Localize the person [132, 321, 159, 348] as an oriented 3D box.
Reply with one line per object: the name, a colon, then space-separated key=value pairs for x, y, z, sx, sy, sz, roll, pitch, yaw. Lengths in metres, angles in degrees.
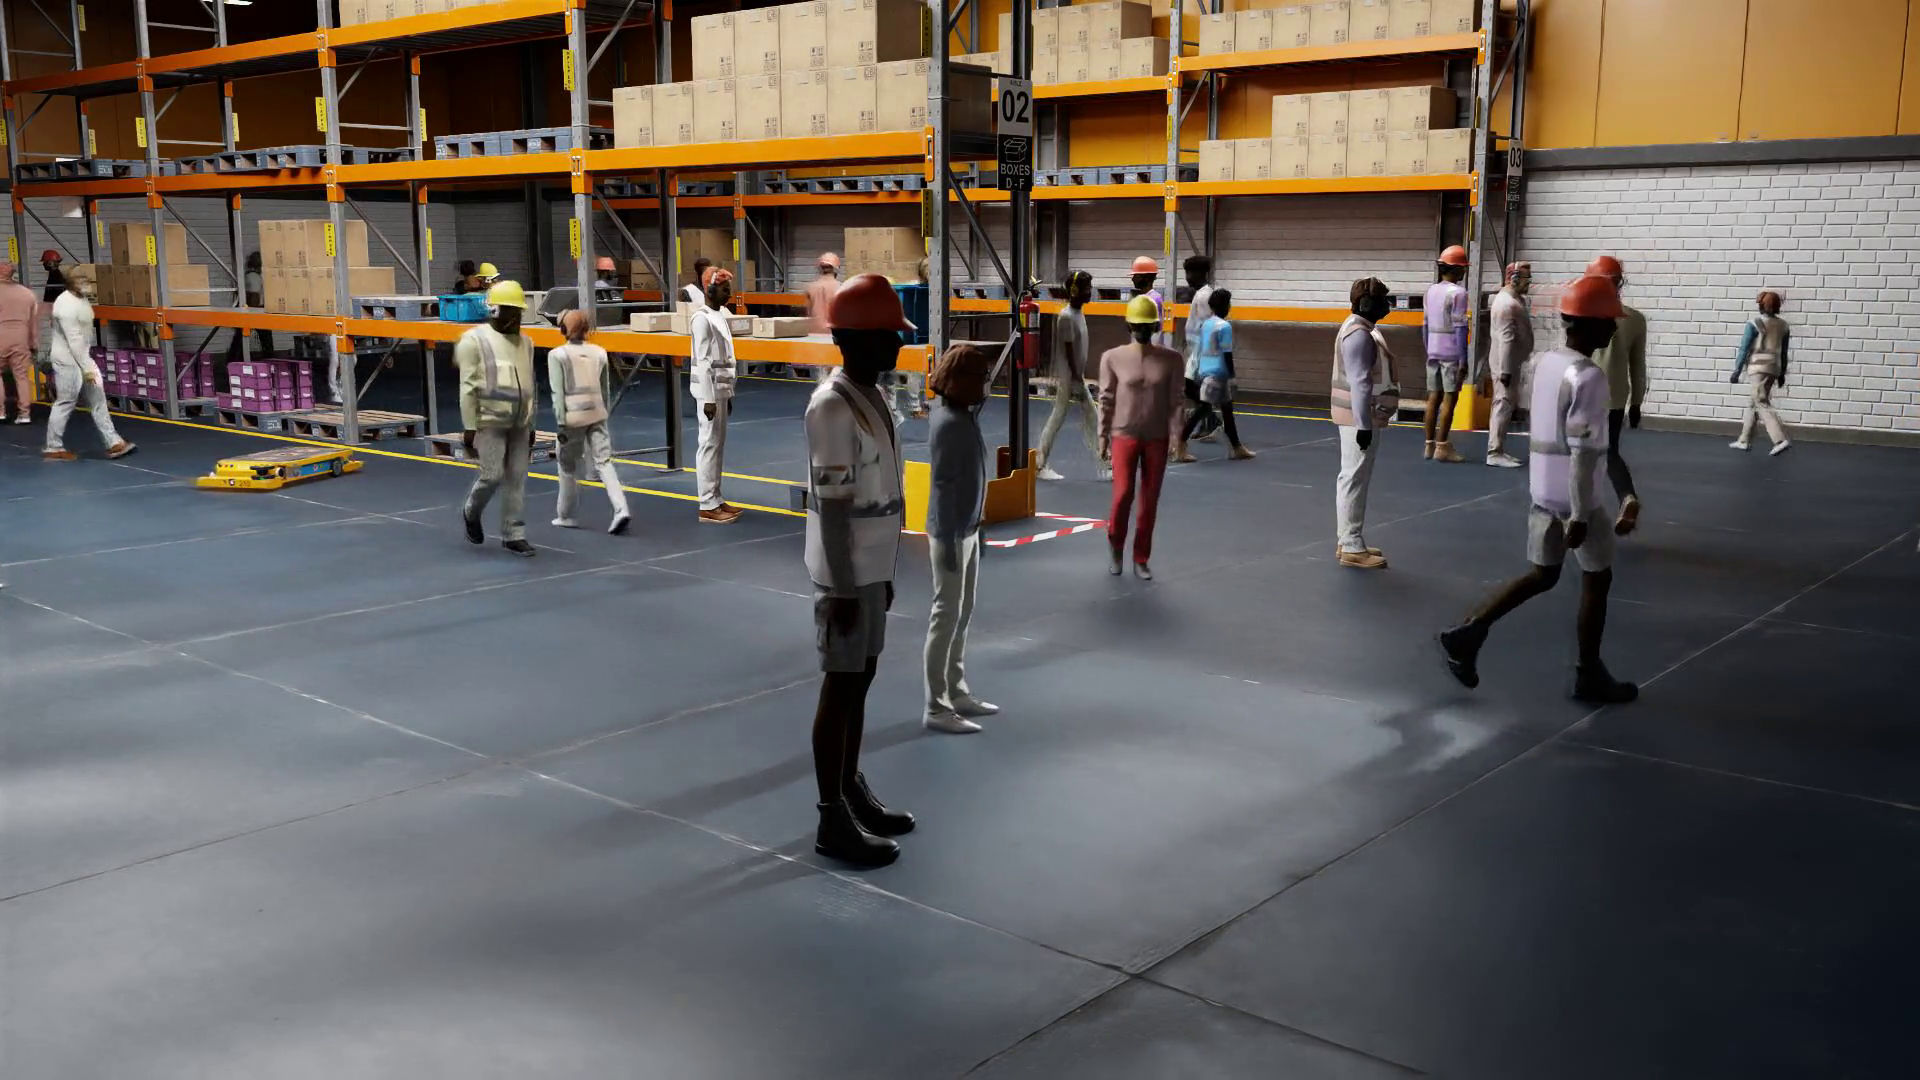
person: x=-12.477 y=-3.260 z=25.502 sx=0.507 sy=1.633 sz=0.278 roll=3 pitch=10 yaw=18

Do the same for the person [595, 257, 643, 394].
person: x=-4.799 y=-2.905 z=22.755 sx=0.991 sy=1.883 sz=0.578 roll=-6 pitch=12 yaw=-32

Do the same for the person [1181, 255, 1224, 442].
person: x=2.483 y=-1.970 z=17.262 sx=0.430 sy=1.943 sz=0.652 roll=2 pitch=10 yaw=9

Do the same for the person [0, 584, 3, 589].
person: x=-5.918 y=-0.515 z=9.856 sx=0.311 sy=1.638 sz=0.523 roll=-7 pitch=12 yaw=-34

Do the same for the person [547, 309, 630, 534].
person: x=-2.643 y=-0.842 z=11.831 sx=0.525 sy=1.601 sz=0.826 roll=-10 pitch=14 yaw=-43

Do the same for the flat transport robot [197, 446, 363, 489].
flat transport robot: x=-5.890 y=-0.642 z=14.469 sx=0.652 sy=0.197 sz=1.431 roll=2 pitch=10 yaw=12

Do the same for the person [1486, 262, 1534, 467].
person: x=5.107 y=-1.622 z=15.437 sx=0.399 sy=1.899 sz=0.651 roll=3 pitch=10 yaw=17

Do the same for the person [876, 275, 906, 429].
person: x=-0.788 y=-1.940 z=17.686 sx=0.403 sy=1.729 sz=0.508 roll=6 pitch=12 yaw=30

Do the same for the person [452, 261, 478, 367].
person: x=-8.282 y=-3.849 z=28.380 sx=0.896 sy=1.799 sz=0.642 roll=0 pitch=10 yaw=-1

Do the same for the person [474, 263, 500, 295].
person: x=-5.951 y=-2.588 z=21.108 sx=0.404 sy=1.830 sz=0.603 roll=-4 pitch=11 yaw=-19

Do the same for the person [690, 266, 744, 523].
person: x=-1.813 y=-1.074 z=12.337 sx=0.356 sy=1.887 sz=0.573 roll=1 pitch=10 yaw=3

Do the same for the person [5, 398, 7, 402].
person: x=-12.819 y=-2.695 z=21.759 sx=0.419 sy=1.821 sz=0.620 roll=2 pitch=10 yaw=13

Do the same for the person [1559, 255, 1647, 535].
person: x=4.439 y=-0.971 z=11.497 sx=0.623 sy=1.975 sz=0.692 roll=-1 pitch=10 yaw=-5

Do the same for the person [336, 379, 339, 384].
person: x=-9.316 y=-3.282 z=24.857 sx=0.438 sy=1.912 sz=0.584 roll=-4 pitch=11 yaw=-21

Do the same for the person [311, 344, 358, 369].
person: x=-10.673 y=-3.812 z=28.047 sx=0.574 sy=1.852 sz=0.909 roll=6 pitch=11 yaw=29

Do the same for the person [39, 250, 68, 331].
person: x=-13.920 y=-3.467 z=25.647 sx=0.385 sy=1.993 sz=0.623 roll=-3 pitch=10 yaw=-18

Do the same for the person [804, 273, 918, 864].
person: x=-0.321 y=0.090 z=5.560 sx=0.375 sy=1.939 sz=0.546 roll=2 pitch=10 yaw=13

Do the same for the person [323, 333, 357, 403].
person: x=-8.151 y=-2.709 z=21.753 sx=0.419 sy=1.854 sz=0.525 roll=6 pitch=12 yaw=31

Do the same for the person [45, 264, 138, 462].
person: x=-8.288 y=-1.658 z=15.706 sx=0.867 sy=1.872 sz=0.683 roll=-1 pitch=10 yaw=-7

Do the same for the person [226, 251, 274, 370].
person: x=-11.670 y=-3.784 z=27.324 sx=0.860 sy=2.000 sz=0.707 roll=-9 pitch=13 yaw=-42

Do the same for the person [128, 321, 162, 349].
person: x=-13.695 y=-3.832 z=27.979 sx=0.642 sy=1.909 sz=0.399 roll=-8 pitch=13 yaw=-38

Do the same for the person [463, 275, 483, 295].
person: x=-7.212 y=-3.120 z=24.731 sx=0.285 sy=1.624 sz=0.494 roll=7 pitch=12 yaw=33

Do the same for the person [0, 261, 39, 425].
person: x=-10.946 y=-2.261 z=19.153 sx=0.733 sy=1.865 sz=0.679 roll=8 pitch=13 yaw=38

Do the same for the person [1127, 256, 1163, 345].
person: x=1.825 y=-1.838 z=16.539 sx=0.359 sy=1.936 sz=0.552 roll=-1 pitch=10 yaw=-5

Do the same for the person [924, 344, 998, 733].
person: x=0.003 y=-0.010 z=7.032 sx=0.282 sy=1.629 sz=0.507 roll=3 pitch=10 yaw=15

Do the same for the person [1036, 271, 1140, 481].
person: x=1.051 y=-1.393 z=14.341 sx=0.978 sy=1.815 sz=0.558 roll=4 pitch=11 yaw=21

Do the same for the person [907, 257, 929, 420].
person: x=-0.415 y=-2.355 z=19.552 sx=0.637 sy=1.919 sz=0.528 roll=-9 pitch=13 yaw=-42

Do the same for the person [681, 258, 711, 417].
person: x=-3.030 y=-2.383 z=19.735 sx=0.459 sy=1.900 sz=0.602 roll=9 pitch=14 yaw=43

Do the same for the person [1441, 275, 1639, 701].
person: x=2.622 y=-0.211 z=7.363 sx=0.814 sy=1.912 sz=0.548 roll=-2 pitch=10 yaw=-9

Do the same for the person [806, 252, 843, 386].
person: x=-1.621 y=-2.505 z=20.226 sx=0.625 sy=1.972 sz=0.556 roll=5 pitch=11 yaw=27

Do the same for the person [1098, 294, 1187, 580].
person: x=1.106 y=-0.614 z=10.124 sx=0.523 sy=1.748 sz=0.386 roll=0 pitch=10 yaw=-3

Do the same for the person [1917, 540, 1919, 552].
person: x=6.616 y=-0.741 z=10.998 sx=0.538 sy=1.693 sz=0.318 roll=-6 pitch=12 yaw=-31

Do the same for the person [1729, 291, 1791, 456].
person: x=7.934 y=-1.642 z=16.363 sx=0.515 sy=1.605 sz=0.825 roll=-4 pitch=11 yaw=-22

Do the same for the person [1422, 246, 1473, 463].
person: x=4.603 y=-1.747 z=15.771 sx=0.464 sy=2.044 sz=0.625 roll=-3 pitch=11 yaw=-19

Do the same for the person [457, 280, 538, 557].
person: x=-3.049 y=-0.797 z=10.955 sx=0.570 sy=1.816 sz=0.609 roll=8 pitch=12 yaw=37

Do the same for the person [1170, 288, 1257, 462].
person: x=2.399 y=-1.563 z=15.808 sx=0.884 sy=1.647 sz=0.557 roll=-2 pitch=10 yaw=-9

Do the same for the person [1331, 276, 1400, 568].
person: x=2.587 y=-0.755 z=10.647 sx=0.429 sy=1.844 sz=0.622 roll=2 pitch=10 yaw=11
